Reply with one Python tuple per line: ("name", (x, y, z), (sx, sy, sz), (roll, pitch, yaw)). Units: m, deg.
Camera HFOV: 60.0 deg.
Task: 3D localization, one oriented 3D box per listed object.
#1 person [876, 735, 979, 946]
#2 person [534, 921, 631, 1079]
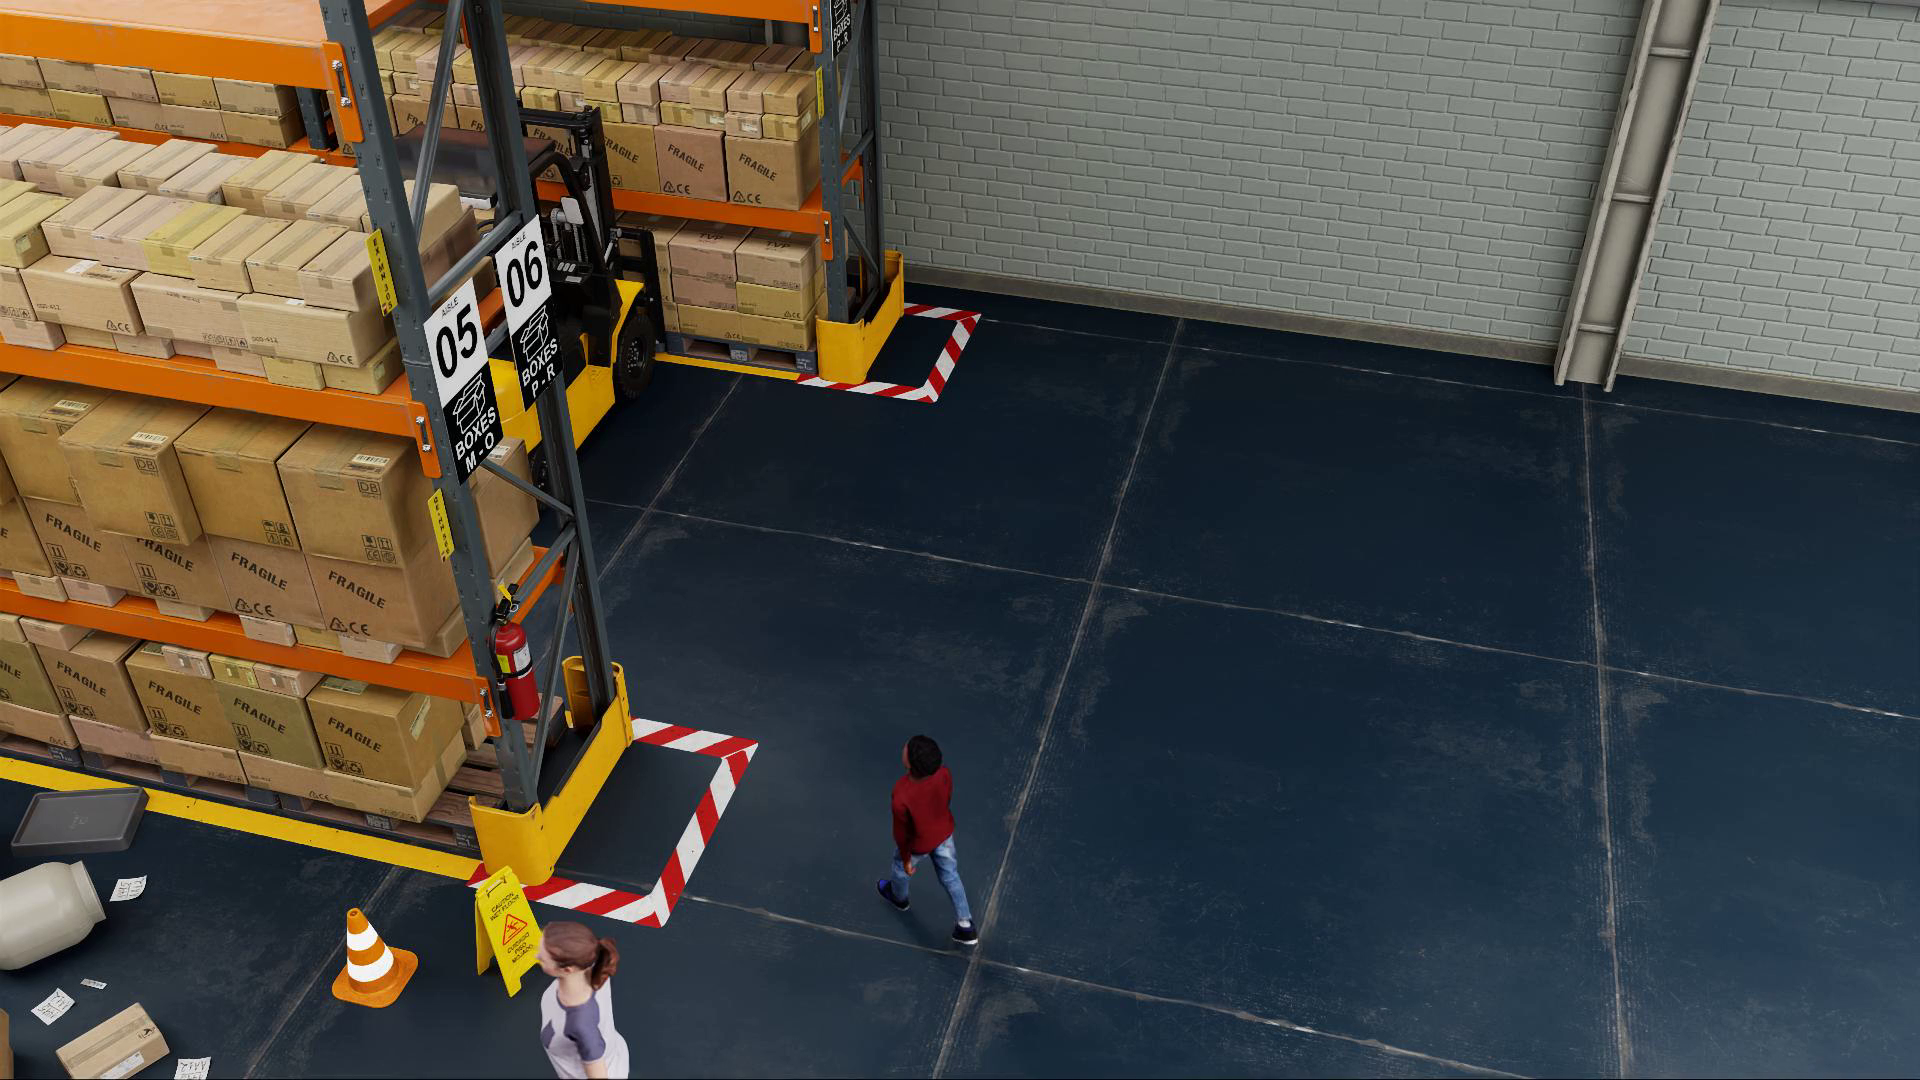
("person", (-0.121, 1.409, 7.799), (0.828, 1.249, 0.920), (-22, 43, -26))
("person", (-1.414, 2.082, 6.485), (0.678, 1.767, 0.664), (-5, 37, -6))
